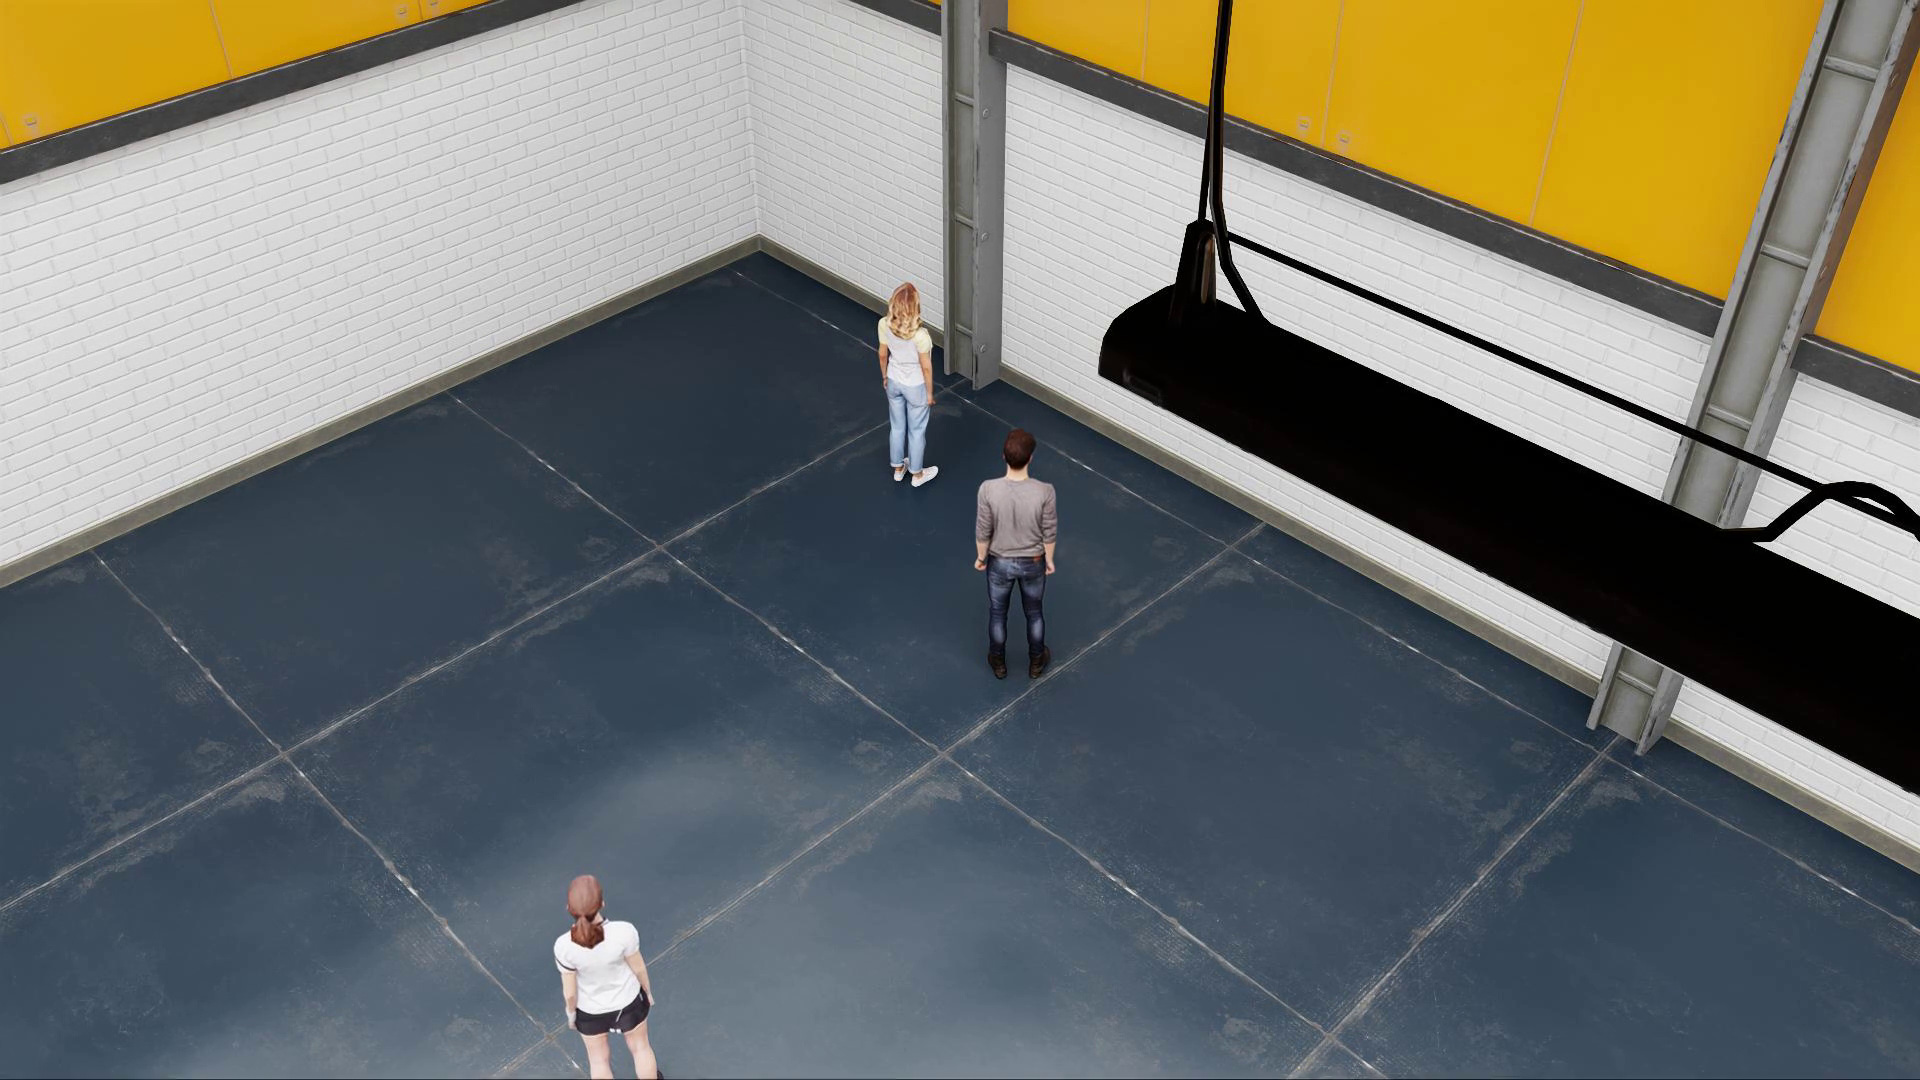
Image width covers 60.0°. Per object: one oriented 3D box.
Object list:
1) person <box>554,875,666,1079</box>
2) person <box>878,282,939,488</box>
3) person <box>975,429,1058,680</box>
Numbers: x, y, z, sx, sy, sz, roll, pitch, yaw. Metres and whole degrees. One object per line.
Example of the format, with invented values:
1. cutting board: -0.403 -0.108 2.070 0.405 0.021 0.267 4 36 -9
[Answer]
1. person: -1.729 2.273 8.166 0.662 1.751 0.675 -12 40 -14
2. person: -0.393 -1.158 12.485 0.573 1.723 0.737 20 43 23
3. person: 0.362 0.127 10.730 0.747 1.905 0.821 2 39 2
